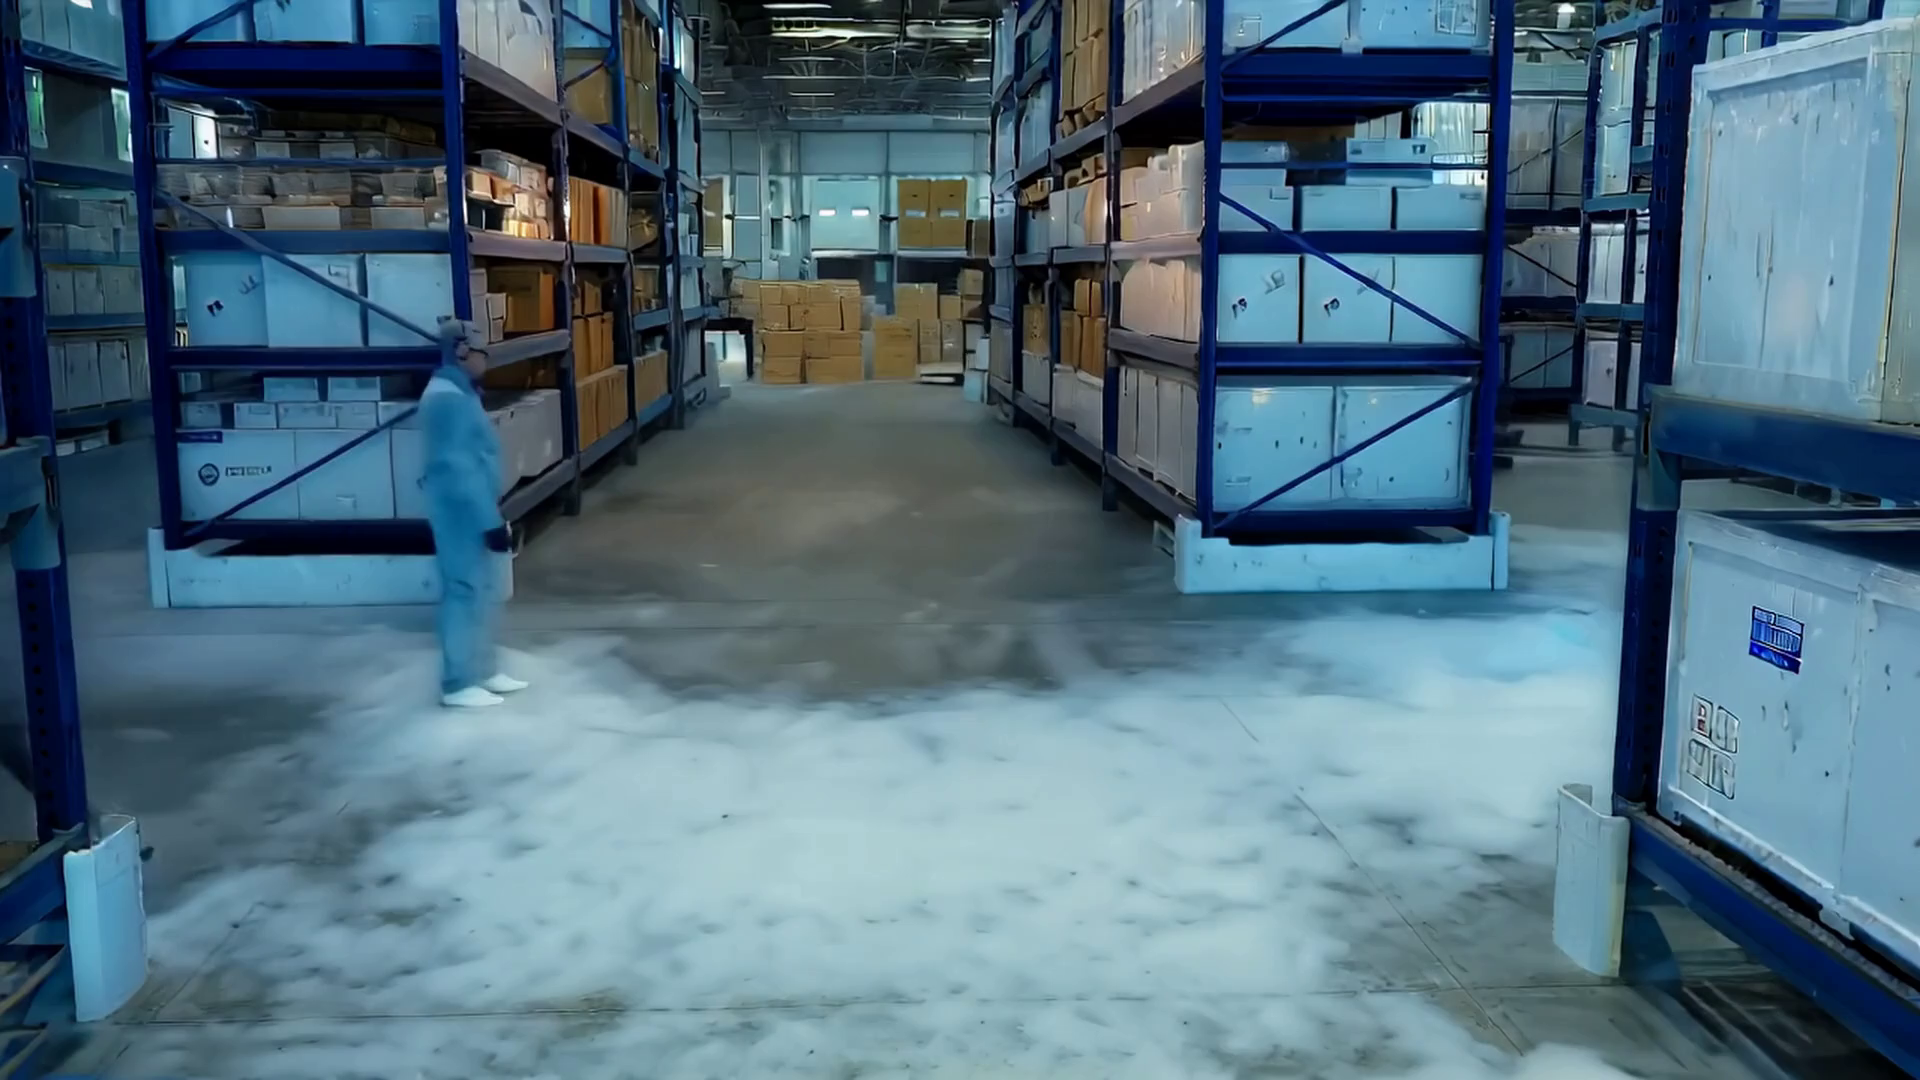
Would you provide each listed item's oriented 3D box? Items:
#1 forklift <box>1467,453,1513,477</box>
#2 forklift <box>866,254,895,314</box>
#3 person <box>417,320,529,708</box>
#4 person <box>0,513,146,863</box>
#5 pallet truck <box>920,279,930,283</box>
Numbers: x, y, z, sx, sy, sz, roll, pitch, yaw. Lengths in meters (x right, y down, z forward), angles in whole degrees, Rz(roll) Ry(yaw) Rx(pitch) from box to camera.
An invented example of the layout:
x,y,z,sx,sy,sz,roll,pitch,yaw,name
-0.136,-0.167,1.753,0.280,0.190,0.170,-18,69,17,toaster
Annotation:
x,y,z,sx,sy,sz,roll,pitch,yaw,name
4.899,-2.169,17.951,1.873,2.768,1.129,8,12,41,forklift
-2.661,-8.222,55.954,1.129,2.768,1.873,-5,10,-30,forklift
-2.410,-0.121,8.153,0.424,1.903,0.669,-2,9,-10,person
-3.256,0.332,5.442,0.973,1.864,0.641,-1,9,-5,person
-0.932,-8.922,63.114,1.885,1.965,0.823,2,9,13,pallet truck
